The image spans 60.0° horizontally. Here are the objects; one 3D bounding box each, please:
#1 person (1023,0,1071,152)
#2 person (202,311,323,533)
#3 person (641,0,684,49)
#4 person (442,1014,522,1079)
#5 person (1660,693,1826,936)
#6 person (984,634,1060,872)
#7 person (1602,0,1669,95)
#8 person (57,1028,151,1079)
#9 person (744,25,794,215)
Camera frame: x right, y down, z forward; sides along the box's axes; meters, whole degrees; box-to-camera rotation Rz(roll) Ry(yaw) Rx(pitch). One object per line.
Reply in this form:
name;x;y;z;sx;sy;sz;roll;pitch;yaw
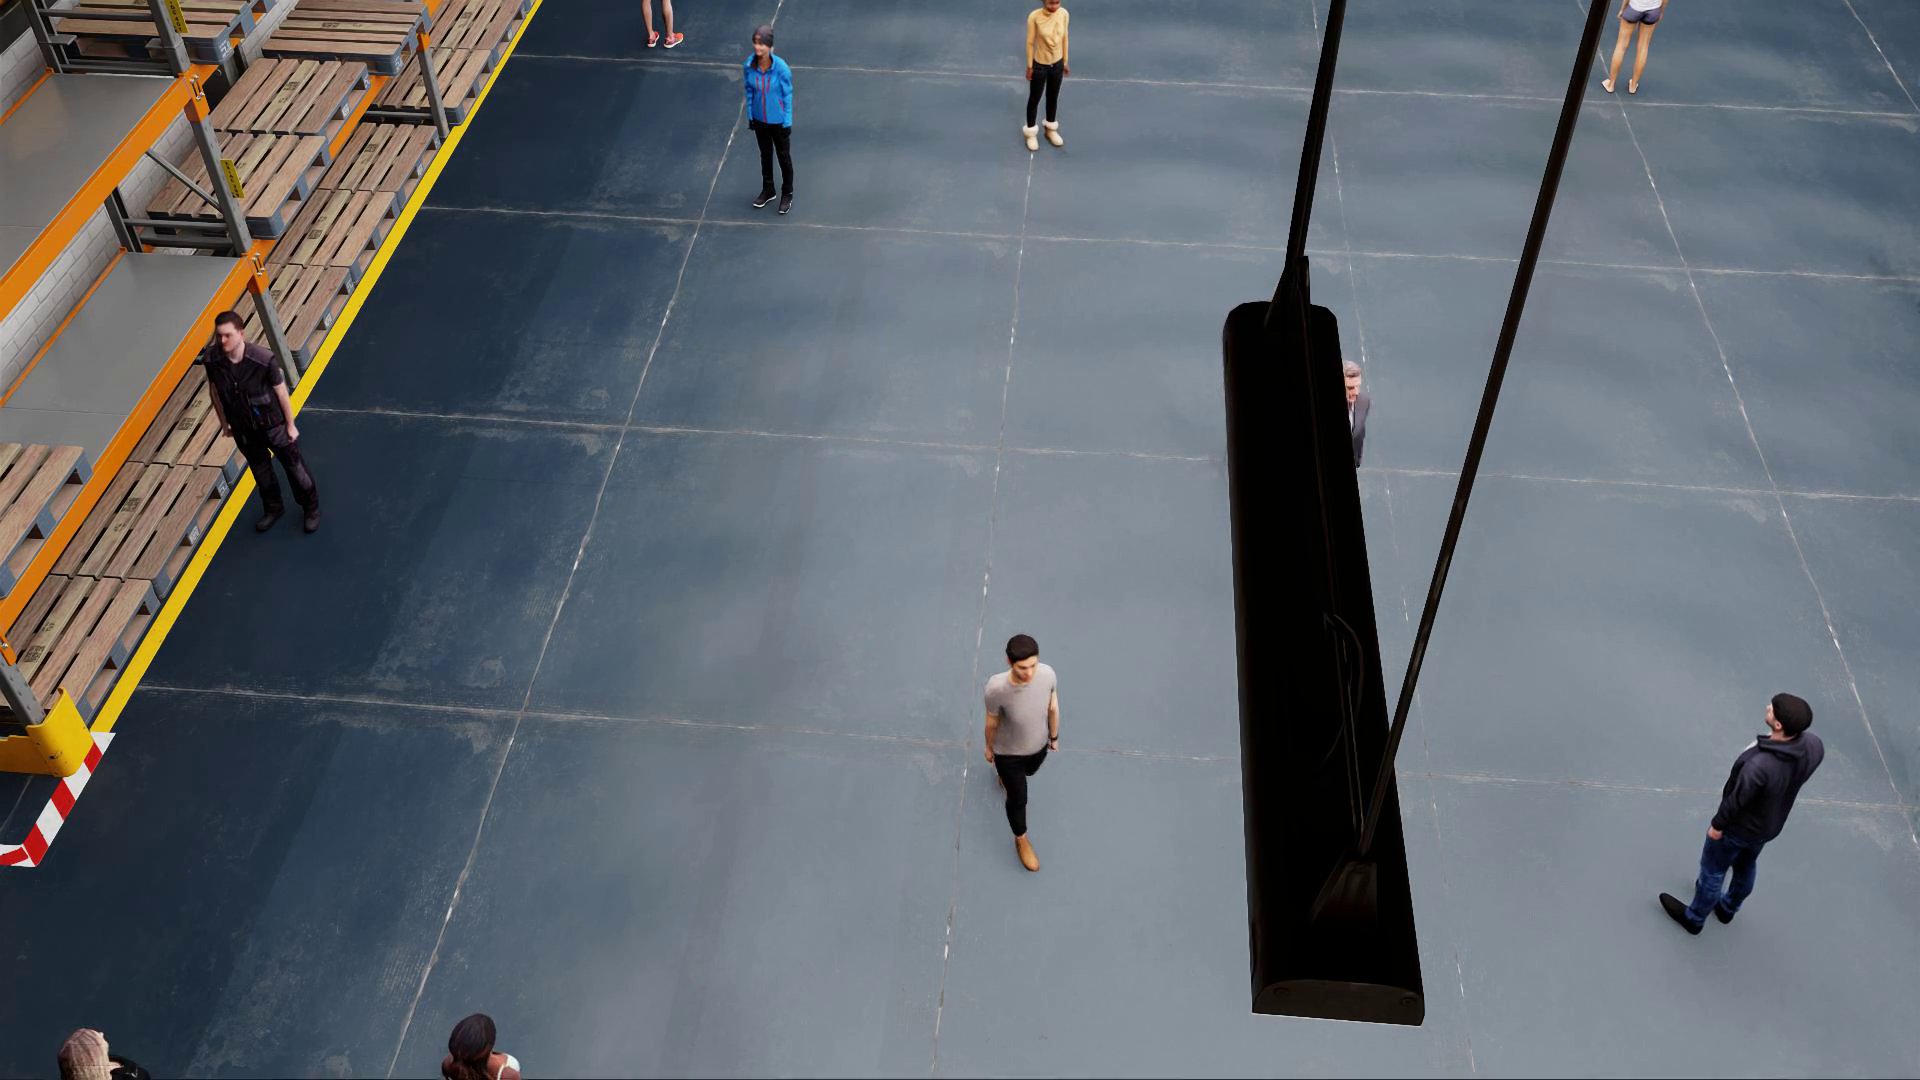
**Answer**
person;0.826;-4.559;15.921;0.677;1.658;0.684;-14;45;-14
person;-5.001;-0.842;11.881;0.708;1.849;0.584;2;44;2
person;-3.221;-6.042;17.337;0.672;1.853;0.575;8;44;9
person;-2.254;2.857;8.089;0.594;1.724;0.578;8;44;8
person;4.440;1.564;9.329;0.758;1.886;0.745;-16;46;-17
person;0.339;1.138;9.915;0.930;1.694;1.173;-16;46;-16
person;6.833;-5.313;16.658;0.594;1.734;0.505;6;44;6
person;-4.052;2.957;8.039;0.833;1.649;1.182;15;46;15
person;-1.705;-3.804;15.029;0.675;1.795;0.634;18;46;18
